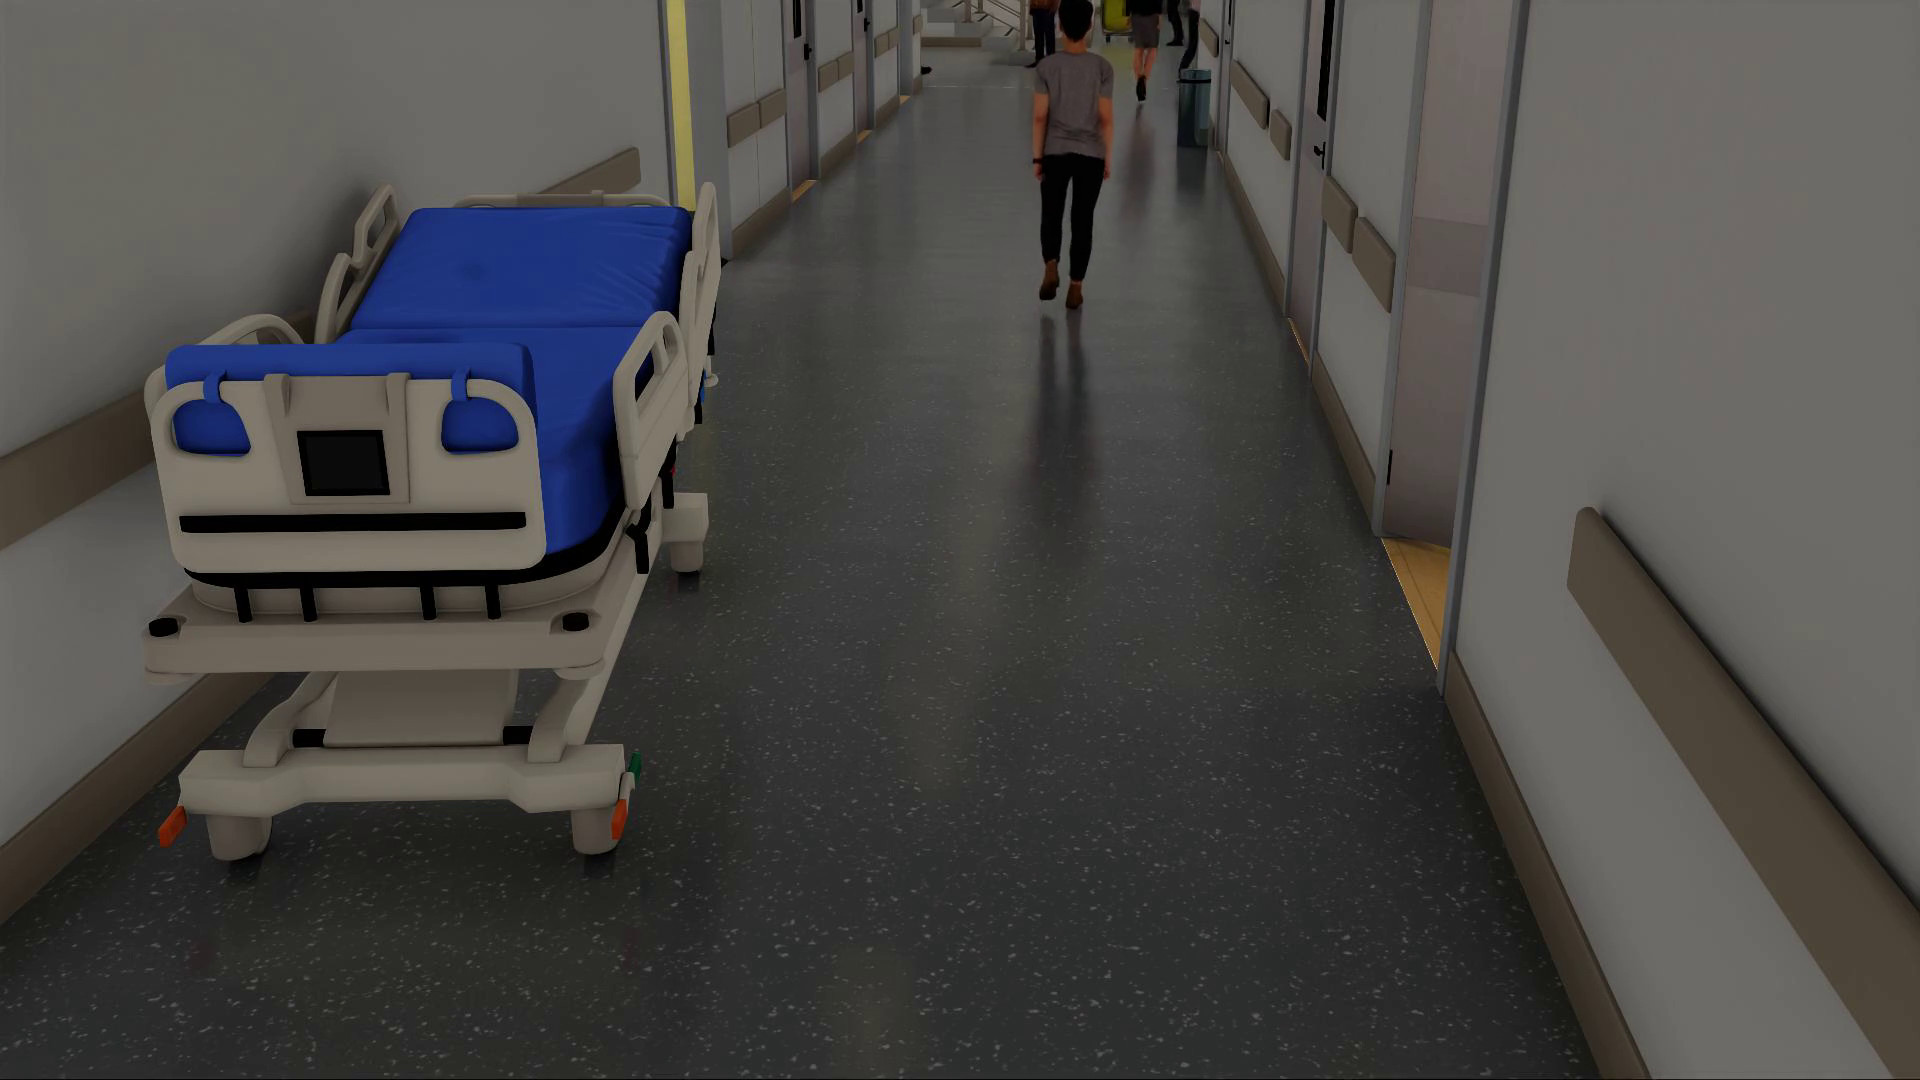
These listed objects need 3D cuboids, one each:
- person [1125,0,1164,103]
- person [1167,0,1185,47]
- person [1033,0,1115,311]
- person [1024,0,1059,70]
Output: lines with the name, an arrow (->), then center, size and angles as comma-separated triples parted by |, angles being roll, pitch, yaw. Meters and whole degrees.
person -> 2.128, -6.061, 19.490 | 0.681, 1.822, 0.793 | 9, 23, 23
person -> 3.678, -9.140, 27.624 | 0.837, 1.819, 0.800 | -11, 24, -28
person -> 0.622, -2.126, 9.252 | 0.610, 1.713, 0.672 | 3, 21, 8
person -> 1.192, -7.574, 23.447 | 0.882, 1.808, 0.814 | -18, 27, -40
